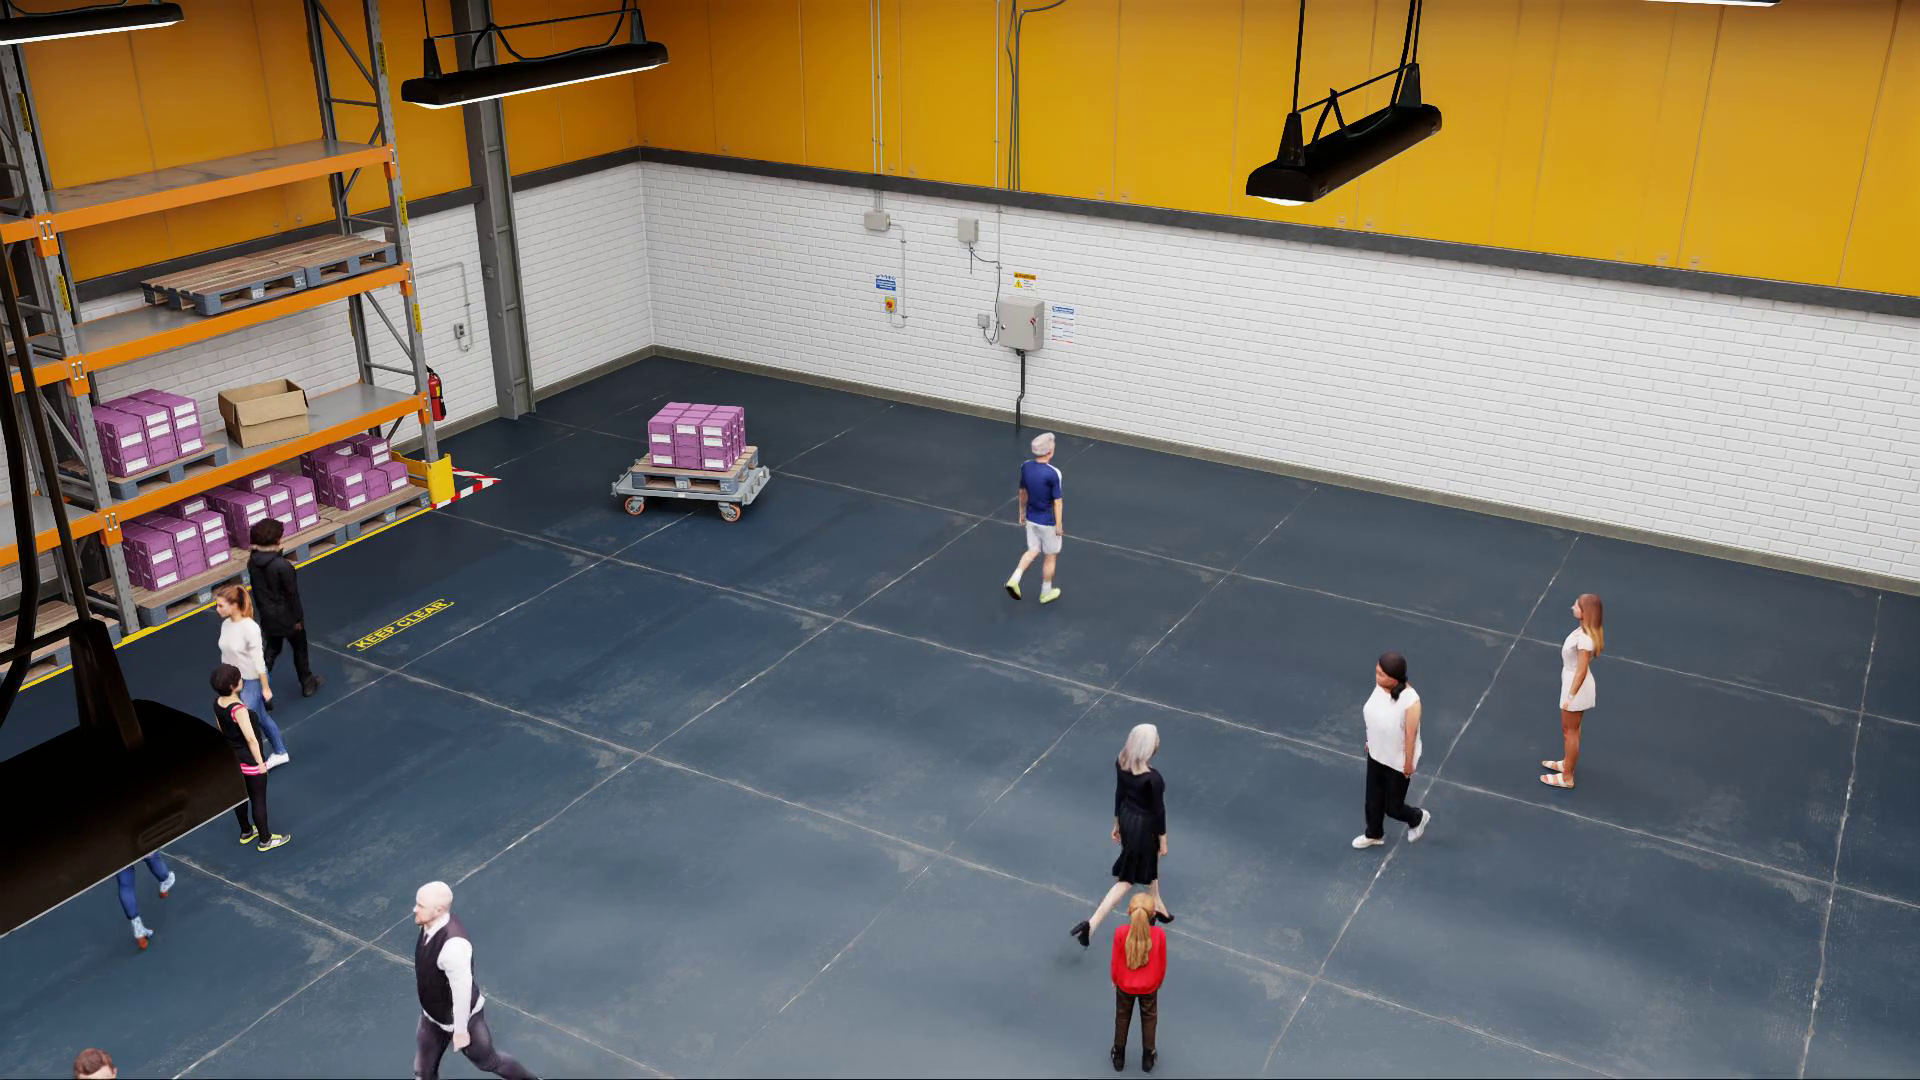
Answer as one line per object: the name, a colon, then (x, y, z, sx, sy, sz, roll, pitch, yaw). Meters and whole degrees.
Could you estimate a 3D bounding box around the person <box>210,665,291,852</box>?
person: (-5.463, 1.642, 12.672, 0.543, 1.553, 0.513, 15, 28, 31)

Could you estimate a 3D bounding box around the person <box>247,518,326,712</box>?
person: (-6.024, 0.679, 14.620, 0.800, 1.758, 1.118, 7, 24, 15)

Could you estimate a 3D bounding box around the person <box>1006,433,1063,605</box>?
person: (0.768, -0.174, 16.489, 0.749, 1.824, 0.976, 20, 30, 38)

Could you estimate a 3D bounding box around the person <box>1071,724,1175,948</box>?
person: (1.176, 2.082, 11.464, 1.223, 1.715, 0.954, -14, 27, -29)

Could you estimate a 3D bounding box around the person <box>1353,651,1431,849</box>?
person: (3.315, 1.603, 12.609, 0.958, 1.675, 0.897, -8, 25, -17)

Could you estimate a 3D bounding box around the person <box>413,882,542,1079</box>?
person: (-2.892, 2.780, 9.789, 1.307, 1.776, 0.988, -18, 29, -35)

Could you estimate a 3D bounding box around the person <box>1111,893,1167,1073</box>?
person: (1.113, 2.768, 10.435, 0.565, 1.281, 0.593, 1, 24, 2)

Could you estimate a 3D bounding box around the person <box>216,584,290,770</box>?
person: (-5.742, 1.143, 13.628, 0.721, 1.702, 0.880, 19, 30, 37)

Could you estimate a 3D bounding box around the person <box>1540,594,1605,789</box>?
person: (5.007, 1.204, 13.494, 0.641, 1.697, 0.515, 10, 26, 22)
